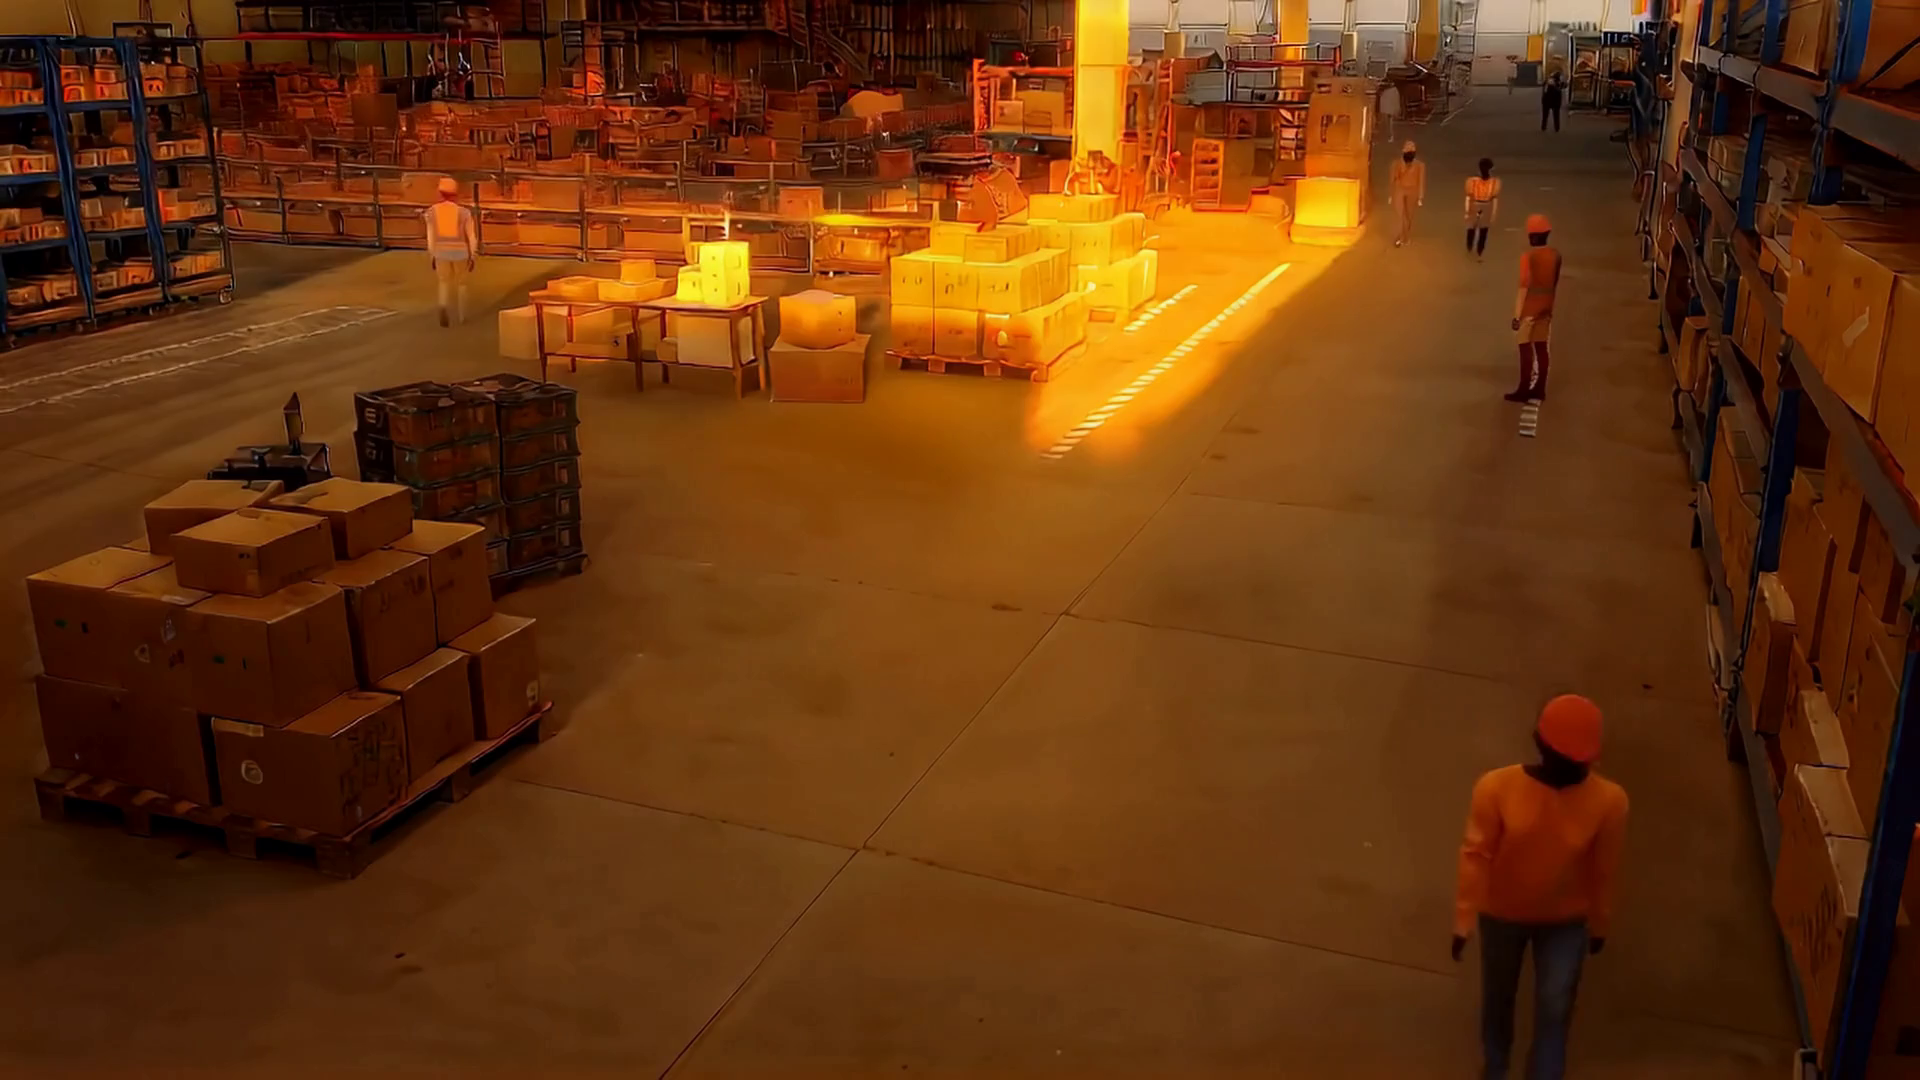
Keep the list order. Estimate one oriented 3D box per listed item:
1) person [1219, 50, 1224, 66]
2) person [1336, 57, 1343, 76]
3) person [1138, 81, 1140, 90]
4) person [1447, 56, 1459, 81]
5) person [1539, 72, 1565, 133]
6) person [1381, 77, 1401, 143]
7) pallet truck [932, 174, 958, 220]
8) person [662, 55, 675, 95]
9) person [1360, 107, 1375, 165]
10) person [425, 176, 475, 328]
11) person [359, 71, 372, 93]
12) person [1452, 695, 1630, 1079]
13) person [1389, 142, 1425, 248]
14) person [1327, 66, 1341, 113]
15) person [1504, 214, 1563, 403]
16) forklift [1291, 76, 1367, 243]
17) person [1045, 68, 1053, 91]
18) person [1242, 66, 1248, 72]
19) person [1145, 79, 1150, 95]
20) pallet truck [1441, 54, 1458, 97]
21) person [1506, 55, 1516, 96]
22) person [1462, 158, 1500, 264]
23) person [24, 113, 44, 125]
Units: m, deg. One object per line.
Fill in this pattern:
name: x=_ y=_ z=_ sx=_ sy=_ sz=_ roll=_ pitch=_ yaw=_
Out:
person: x=14.083 y=-25.598 z=90.172 sx=0.573 sy=1.910 sz=0.587 roll=15 pitch=23 yaw=39
person: x=18.921 y=-23.399 z=83.576 sx=0.501 sy=1.715 sz=0.795 roll=11 pitch=20 yaw=30
person: x=9.207 y=-24.034 z=85.184 sx=0.394 sy=1.946 sz=0.618 roll=3 pitch=18 yaw=9
person: x=23.704 y=-22.351 z=80.088 sx=0.649 sy=1.829 sz=0.482 roll=-11 pitch=21 yaw=-31
person: x=19.650 y=-14.525 z=55.157 sx=0.752 sy=2.000 sz=0.999 roll=13 pitch=22 yaw=34
person: x=13.235 y=-13.155 z=50.961 sx=0.704 sy=1.973 sz=0.461 roll=-9 pitch=20 yaw=-25
pallet truck: x=-0.507 y=-5.292 z=27.348 sx=0.653 sy=1.274 sz=1.630 roll=6 pitch=19 yaw=19
person: x=-14.154 y=-22.607 z=80.810 sx=0.575 sy=1.882 sz=0.355 roll=-5 pitch=18 yaw=-14
person: x=10.649 y=-10.676 z=43.736 sx=0.538 sy=1.612 sz=0.458 roll=10 pitch=20 yaw=28
person: x=-6.459 y=-3.625 z=21.084 sx=0.615 sy=1.929 sz=0.684 roll=-2 pitch=18 yaw=-5
person: x=-19.380 y=-14.263 z=54.323 sx=0.368 sy=2.048 sz=0.607 roll=-13 pitch=22 yaw=-35
person: x=2.000 y=1.355 z=5.781 sx=0.550 sy=1.716 sz=0.887 roll=5 pitch=18 yaw=16
person: x=7.700 y=-5.961 z=28.682 sx=0.601 sy=1.784 sz=0.946 roll=6 pitch=19 yaw=18
person: x=14.823 y=-18.034 z=66.423 sx=0.883 sy=1.885 sz=0.620 roll=14 pitch=22 yaw=37
person: x=5.907 y=-2.385 z=17.185 sx=0.551 sy=1.932 sz=0.376 roll=-10 pitch=20 yaw=-28
forklift: x=6.598 y=-6.755 z=29.381 sx=1.129 sy=2.768 sz=1.873 roll=6 pitch=19 yaw=19
person: x=3.527 y=-18.226 z=66.981 sx=0.443 sy=1.916 sz=0.566 roll=2 pitch=18 yaw=8
person: x=12.875 y=-20.856 z=75.434 sx=0.474 sy=1.806 sz=0.584 roll=7 pitch=19 yaw=22
person: x=6.368 y=-14.932 z=57.008 sx=0.317 sy=1.692 sz=0.534 roll=-9 pitch=20 yaw=-27
pallet truck: x=22.765 y=-21.886 z=78.355 sx=0.823 sy=1.965 sz=1.885 roll=-4 pitch=18 yaw=-14
person: x=26.327 y=-22.209 z=79.521 sx=0.420 sy=1.910 sz=0.592 roll=1 pitch=18 yaw=2
person: x=8.342 y=-5.272 z=26.646 sx=0.553 sy=1.684 sz=0.363 roll=3 pitch=18 yaw=9
person: x=-28.770 y=-13.315 z=51.628 sx=0.678 sy=1.864 sz=0.932 roll=-3 pitch=18 yaw=-11
